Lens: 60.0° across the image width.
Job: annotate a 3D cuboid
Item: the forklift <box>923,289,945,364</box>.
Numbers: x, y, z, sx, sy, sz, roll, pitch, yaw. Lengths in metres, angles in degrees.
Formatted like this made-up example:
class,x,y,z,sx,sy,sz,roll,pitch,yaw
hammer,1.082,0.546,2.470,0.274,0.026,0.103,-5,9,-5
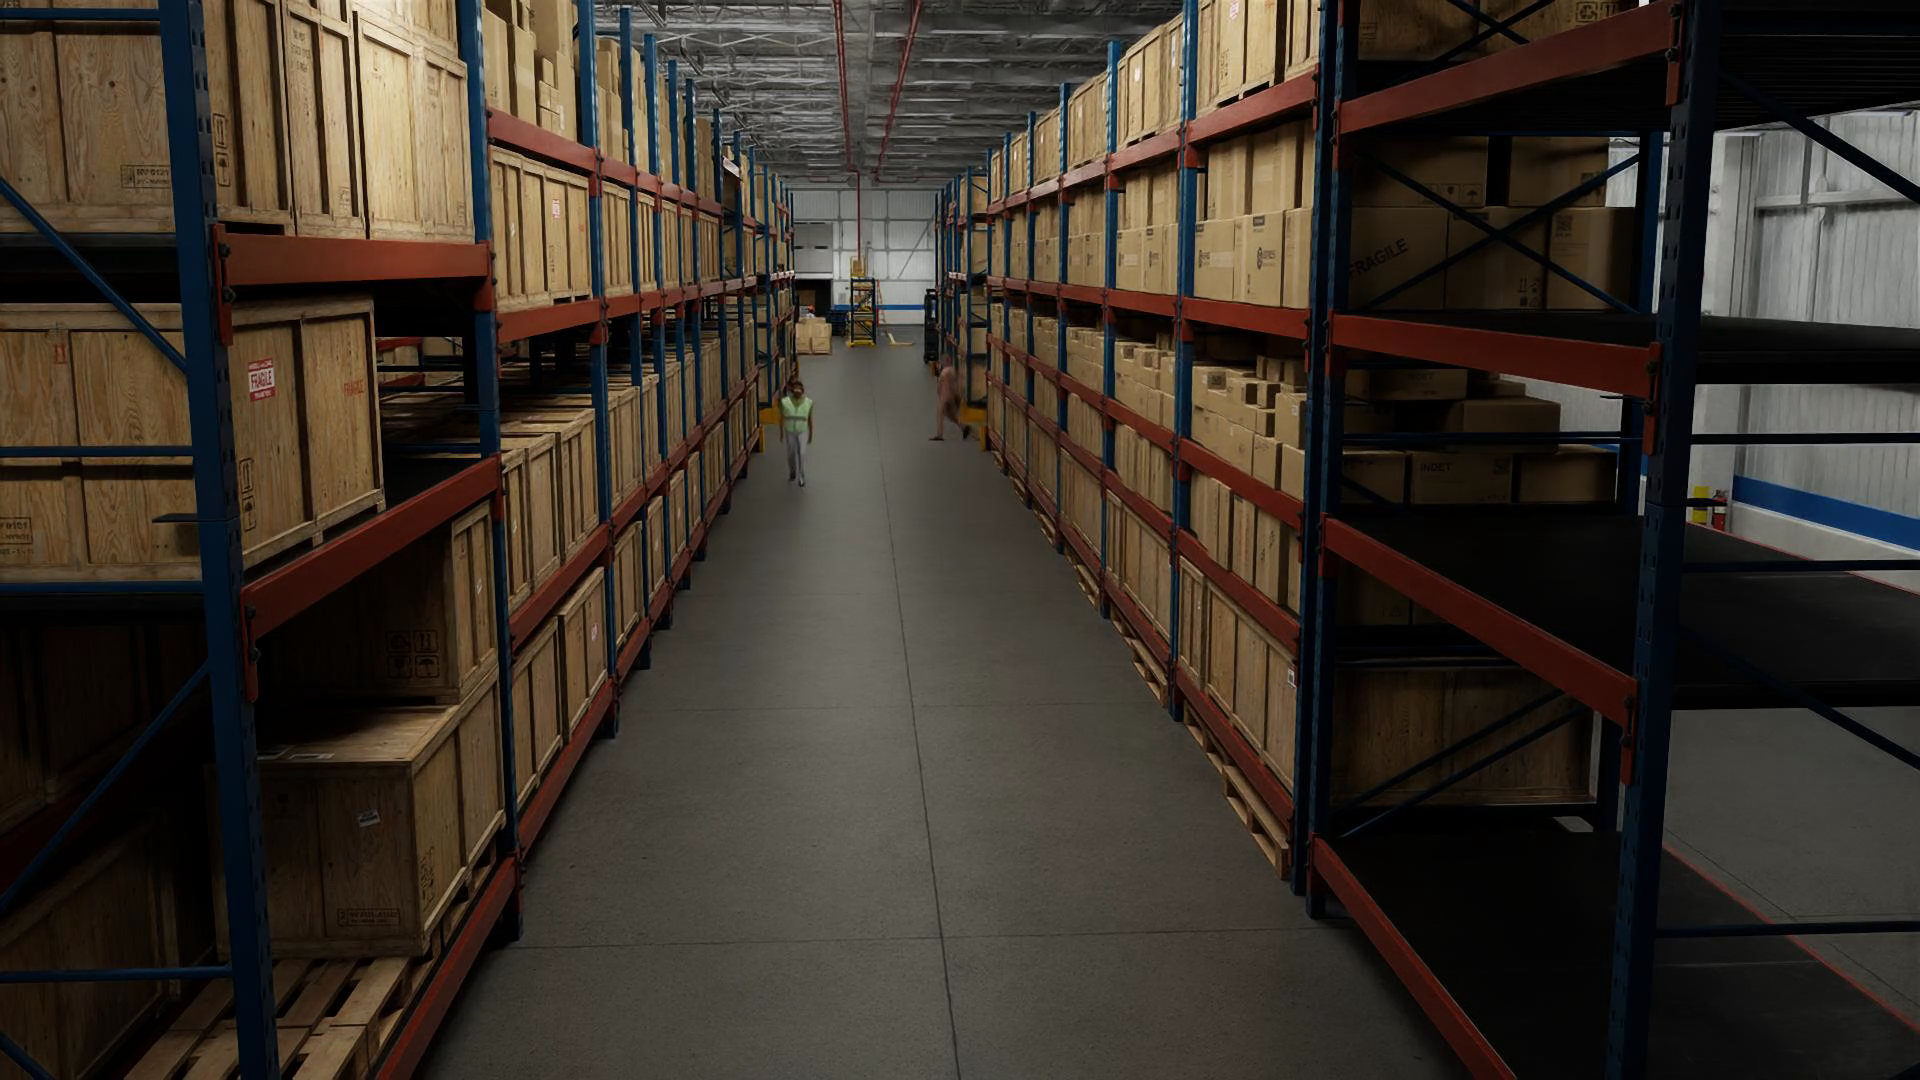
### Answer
class,x,y,z,sx,sy,sz,roll,pitch,yaw
forklift,-0.809,-8.121,62.980,1.129,2.768,1.873,-1,10,-3

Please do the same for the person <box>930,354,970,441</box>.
class,x,y,z,sx,sy,sz,roll,pitch,yaw
person,-0.224,-3.062,35.746,0.776,1.885,0.650,2,10,13

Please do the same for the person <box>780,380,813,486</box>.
class,x,y,z,sx,sy,sz,roll,pitch,yaw
person,-2.821,-1.861,28.732,0.580,1.825,0.732,-1,10,-3

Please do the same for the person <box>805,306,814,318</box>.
class,x,y,z,sx,sy,sz,roll,pitch,yaw
person,-6.543,-9.287,72.790,0.545,1.930,0.394,9,13,43

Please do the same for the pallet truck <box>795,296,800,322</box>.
class,x,y,z,sx,sy,sz,roll,pitch,yaw
pallet truck,-8.622,-12.439,91.403,1.885,1.965,0.823,2,10,13
